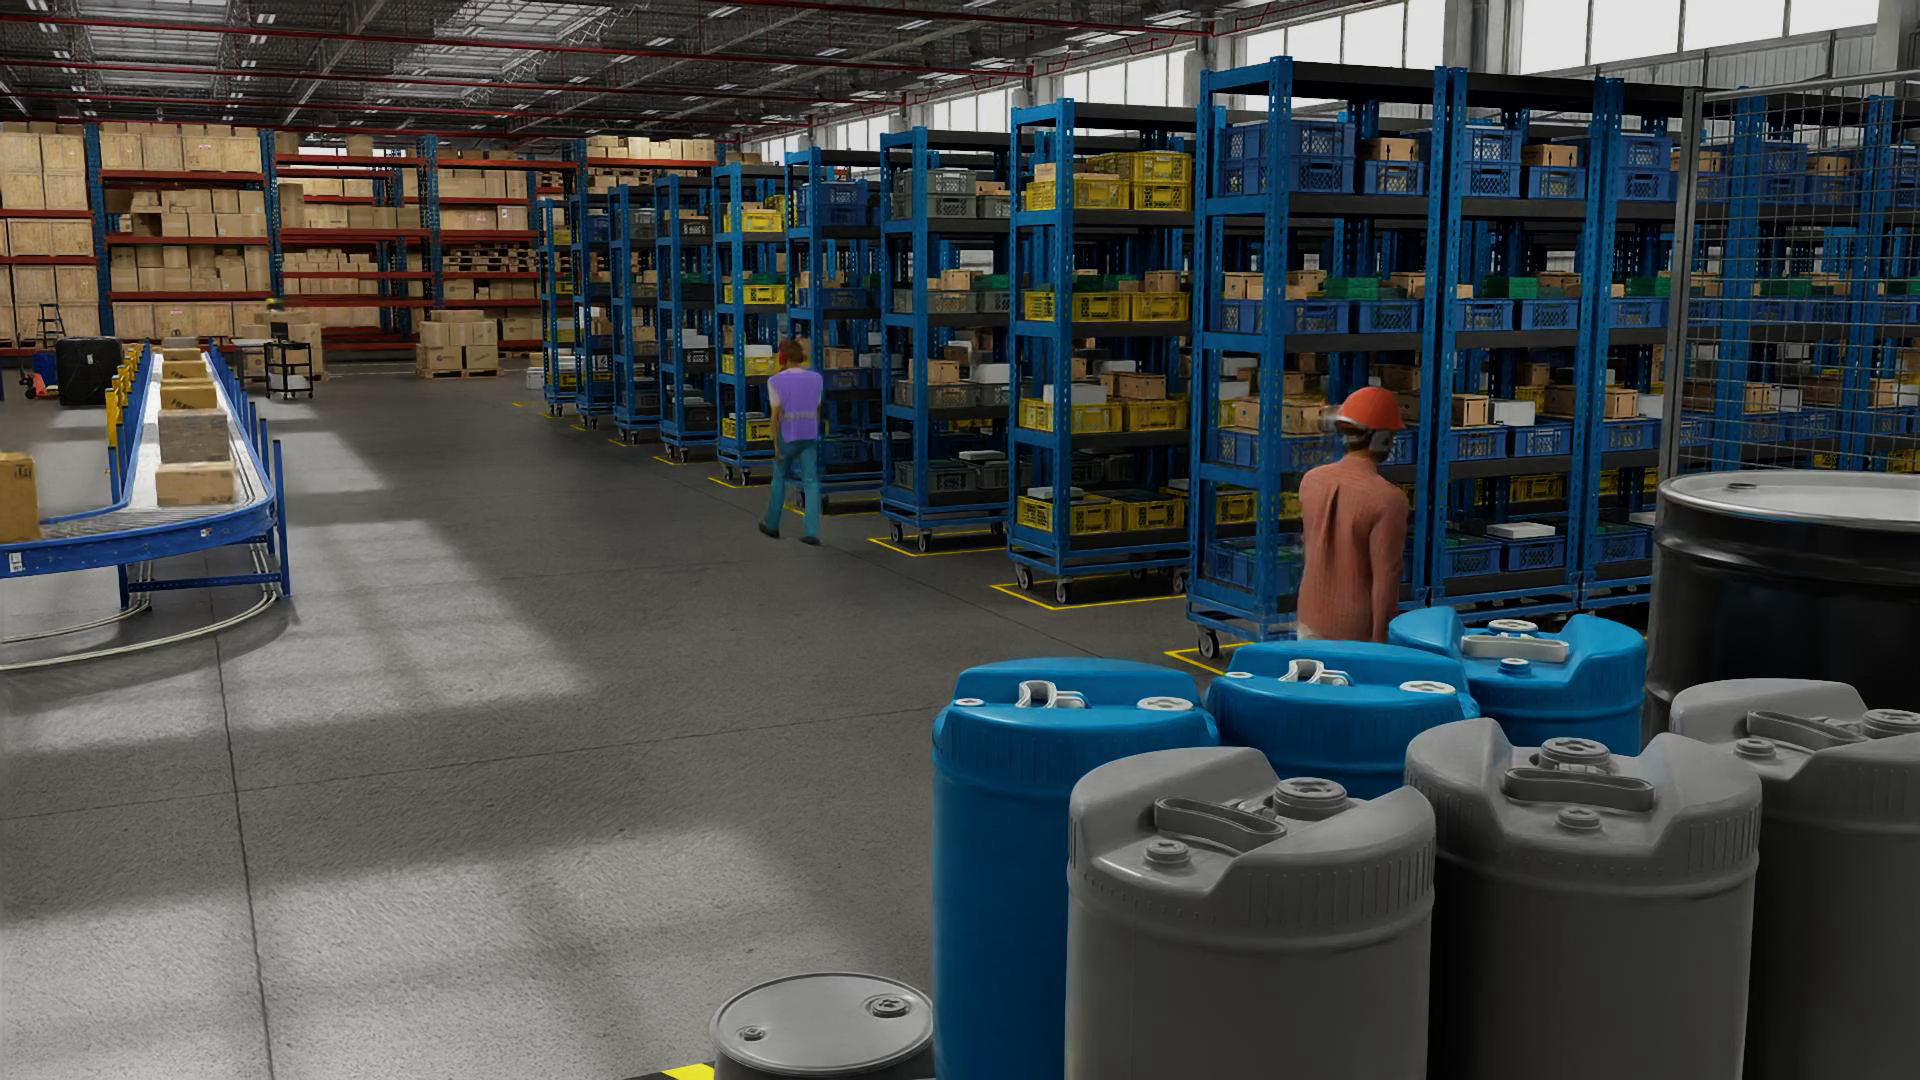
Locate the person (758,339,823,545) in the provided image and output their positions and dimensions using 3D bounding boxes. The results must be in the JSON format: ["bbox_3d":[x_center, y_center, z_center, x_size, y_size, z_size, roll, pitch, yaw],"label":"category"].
[{"bbox_3d":[-1.512,-0.883,14.881,0.565,1.802,0.925,-5,11,-30],"label":"person"}]

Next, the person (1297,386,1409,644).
[{"bbox_3d":[1.631,0.324,6.998,1.009,1.948,0.610,-7,11,-36],"label":"person"}]

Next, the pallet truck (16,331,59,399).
[{"bbox_3d":[-17.082,-3.353,31.781,1.630,1.274,0.653,-4,10,-25],"label":"pallet truck"}]

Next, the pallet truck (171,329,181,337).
[{"bbox_3d":[-17.275,-3.851,35.096,1.601,1.201,0.680,0,9,1],"label":"pallet truck"}]

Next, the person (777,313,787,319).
[{"bbox_3d":[-5.107,-5.961,45.861,0.659,1.972,0.659,6,11,34],"label":"person"}]

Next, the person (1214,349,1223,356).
[{"bbox_3d":[3.450,-2.245,23.245,0.589,1.837,0.404,5,11,30],"label":"person"}]

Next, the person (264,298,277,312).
[{"bbox_3d":[-17.649,-5.348,42.805,0.495,1.733,0.565,-1,9,-7],"label":"person"}]
